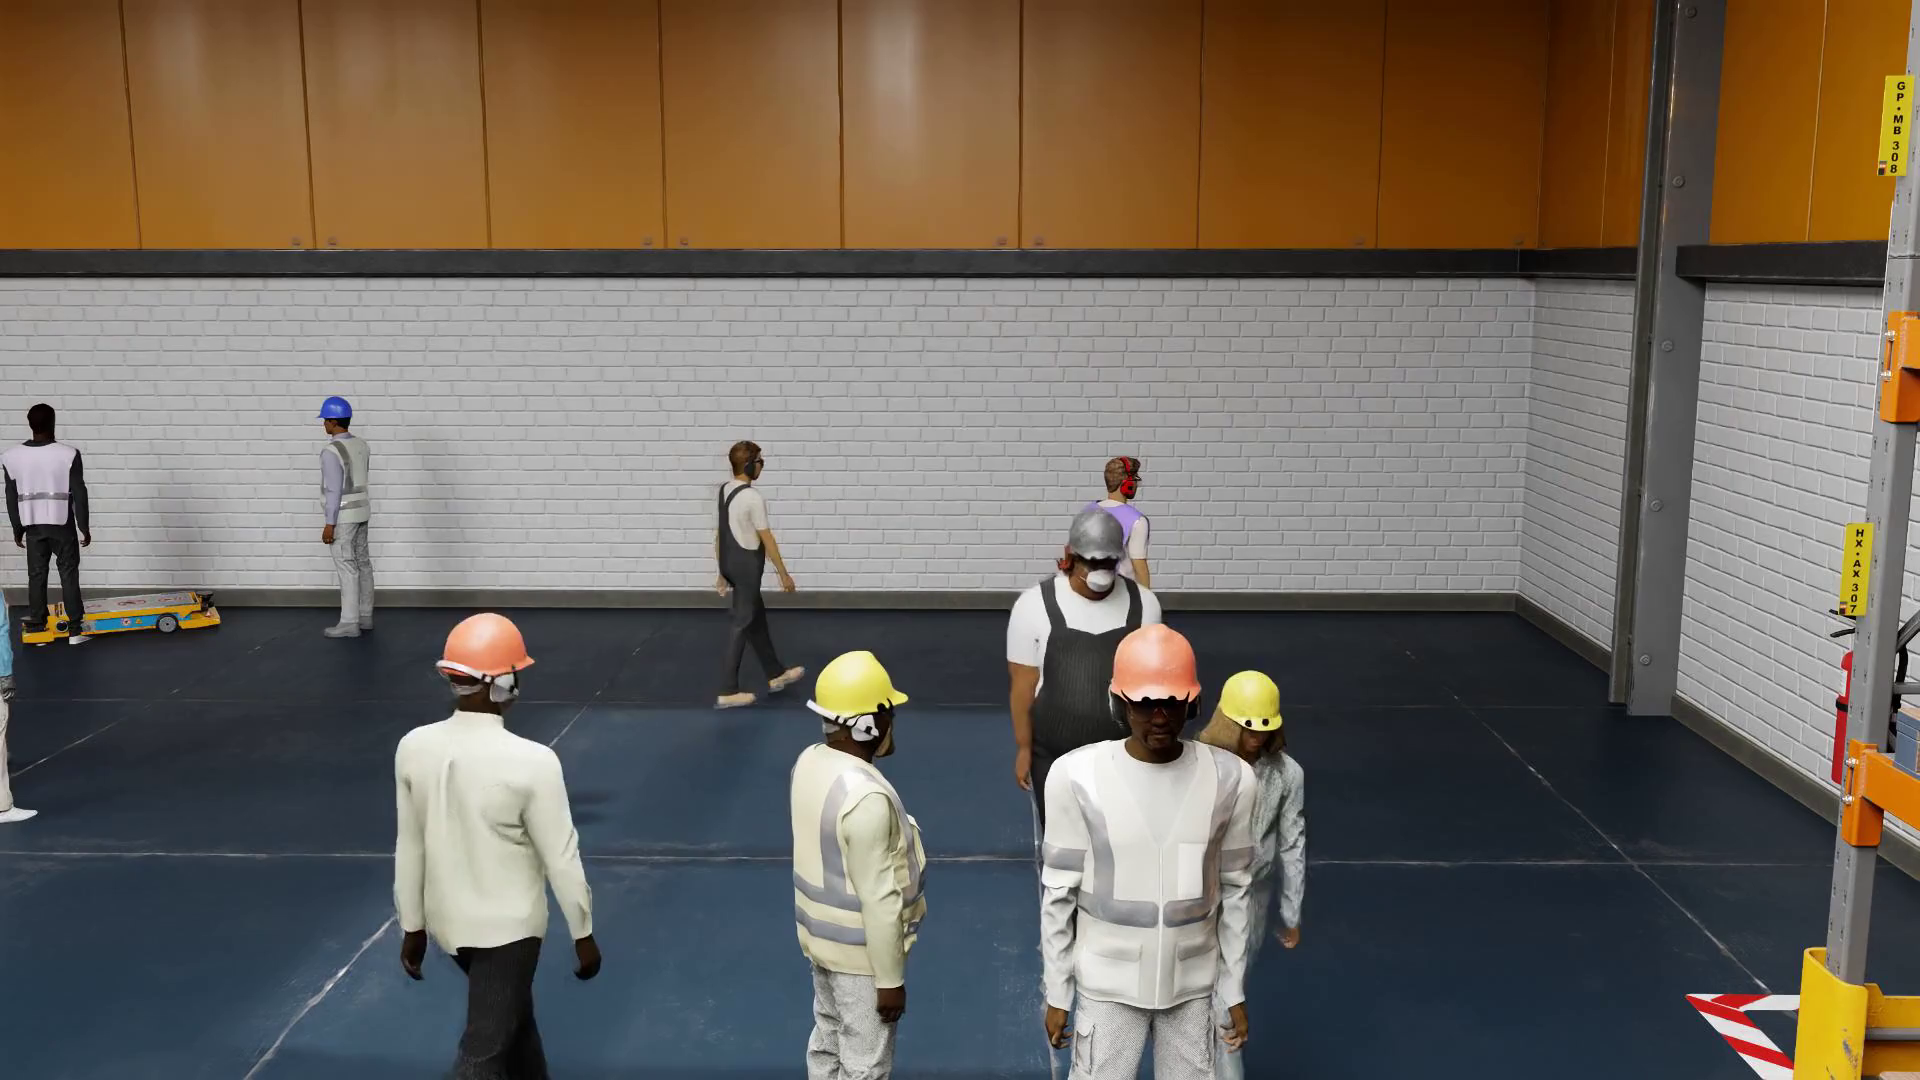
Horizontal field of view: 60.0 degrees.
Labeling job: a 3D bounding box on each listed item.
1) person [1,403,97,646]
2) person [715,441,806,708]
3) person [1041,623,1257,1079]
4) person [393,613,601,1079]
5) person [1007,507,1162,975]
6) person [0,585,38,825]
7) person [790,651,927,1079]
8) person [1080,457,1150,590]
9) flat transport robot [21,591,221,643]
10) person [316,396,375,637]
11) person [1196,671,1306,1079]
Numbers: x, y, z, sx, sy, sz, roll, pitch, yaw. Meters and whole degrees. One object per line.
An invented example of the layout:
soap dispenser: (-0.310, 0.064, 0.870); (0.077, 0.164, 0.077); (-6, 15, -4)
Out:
person: (-7.187, -0.115, 13.130); (0.590, 1.919, 0.391); (-2, 10, -10)
person: (-1.373, 0.225, 11.413); (0.732, 1.821, 0.522); (-6, 11, -34)
person: (0.532, 1.234, 4.675); (0.608, 2.044, 0.370); (-1, 10, -6)
person: (-1.482, 1.195, 5.228); (0.632, 1.948, 1.041); (5, 11, 28)
person: (0.538, 0.831, 7.093); (0.679, 2.000, 0.572); (-1, 10, -6)
person: (-5.285, 0.722, 8.956); (0.523, 1.636, 0.311); (5, 11, 26)
person: (-0.308, 1.249, 5.207); (0.404, 1.836, 0.587); (-5, 11, -26)
person: (0.940, 0.409, 10.207); (0.373, 1.843, 0.570); (-7, 12, -38)
flat transport robot: (-6.888, 0.618, 13.662); (1.431, 0.197, 0.652); (-5, 11, -28)
person: (-4.984, -0.190, 13.488); (0.389, 1.948, 0.608); (1, 10, 6)
person: (0.921, 1.235, 5.738); (0.499, 1.681, 0.907); (-2, 10, -14)
